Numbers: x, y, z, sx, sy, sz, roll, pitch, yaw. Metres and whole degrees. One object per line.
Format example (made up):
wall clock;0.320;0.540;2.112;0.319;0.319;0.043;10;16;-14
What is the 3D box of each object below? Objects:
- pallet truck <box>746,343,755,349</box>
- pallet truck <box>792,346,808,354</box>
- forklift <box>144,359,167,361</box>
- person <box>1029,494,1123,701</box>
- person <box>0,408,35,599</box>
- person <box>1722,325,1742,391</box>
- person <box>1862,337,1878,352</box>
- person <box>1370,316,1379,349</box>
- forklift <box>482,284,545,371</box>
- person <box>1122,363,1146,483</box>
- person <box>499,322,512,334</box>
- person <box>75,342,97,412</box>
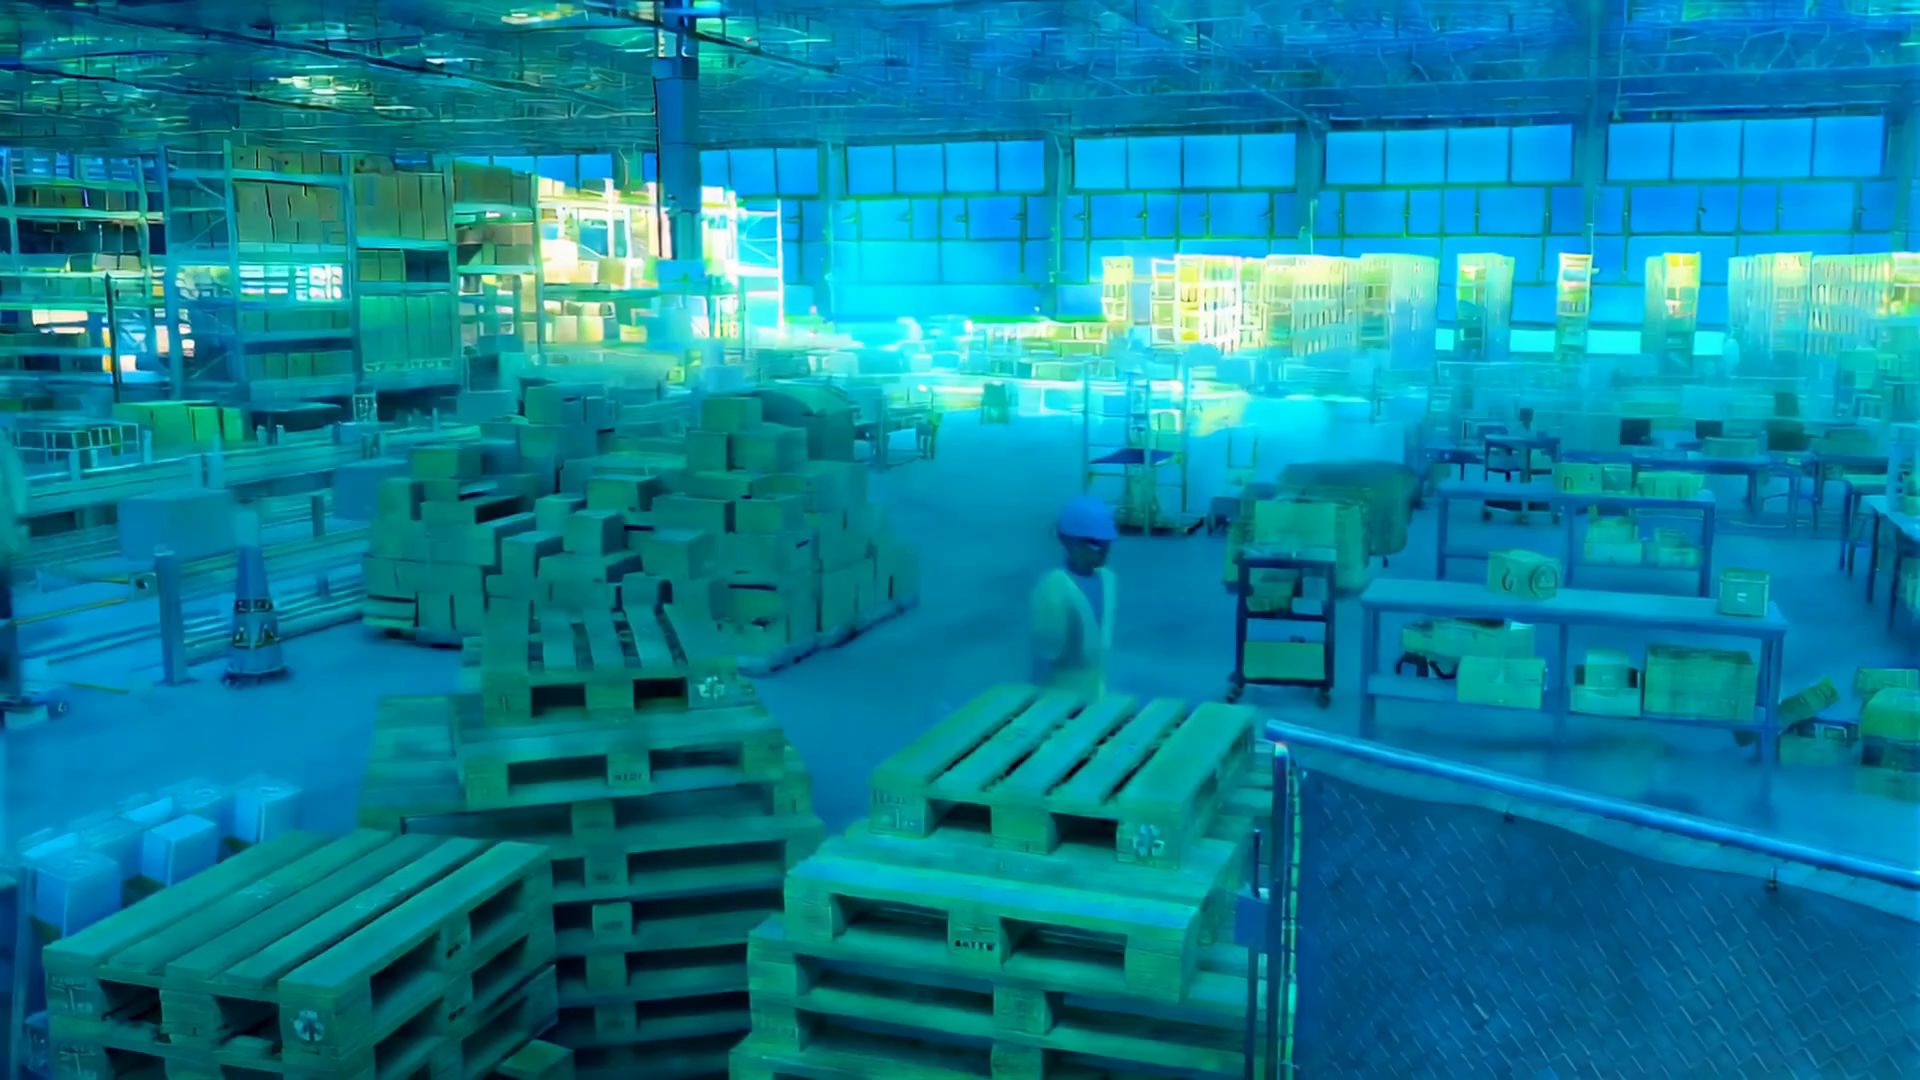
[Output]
pallet truck;-6.183;-4.618;44.264;1.601;1.201;0.680;-9;12;-43
pallet truck;-3.705;-4.298;42.022;0.653;1.274;1.630;3;10;20
forklift;-27.919;-7.686;58.349;1.129;2.768;1.873;3;10;20
person;0.469;0.761;8.043;0.838;2.020;0.618;7;12;38
person;-8.923;-0.314;15.428;0.589;1.811;0.568;3;10;20
person;17.961;-4.056;38.657;0.418;1.887;0.669;5;10;29
person;20.000;-3.651;36.457;0.588;1.771;0.963;-7;12;-39
person;13.100;-6.330;52.660;0.414;1.985;0.612;3;10;20
forklift;-10.832;-4.702;39.610;1.129;2.768;1.873;3;10;20
person;2.556;-1.711;24.324;0.328;1.765;0.532;3;10;20
person;-11.397;-4.503;41.567;0.620;1.884;1.089;8;12;40
person;-18.495;-3.364;35.134;0.357;1.622;0.524;1;9;7
